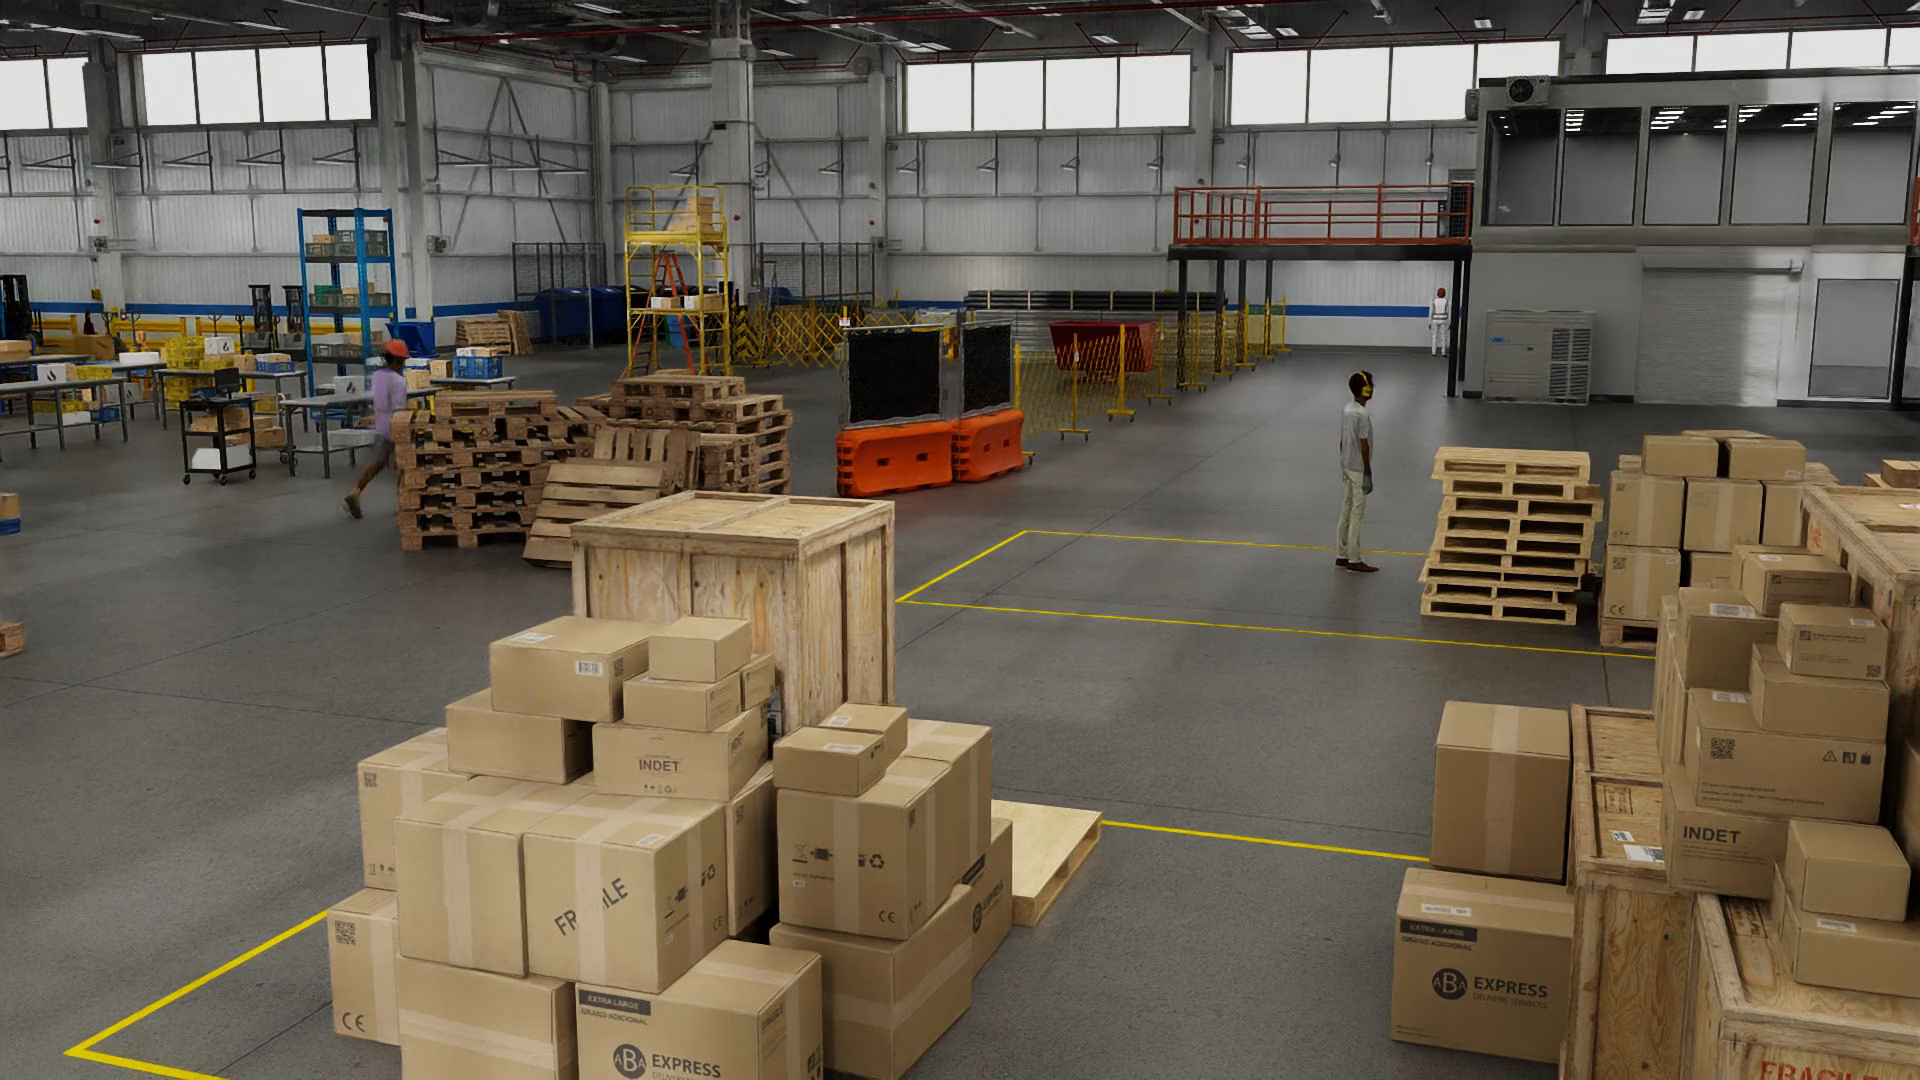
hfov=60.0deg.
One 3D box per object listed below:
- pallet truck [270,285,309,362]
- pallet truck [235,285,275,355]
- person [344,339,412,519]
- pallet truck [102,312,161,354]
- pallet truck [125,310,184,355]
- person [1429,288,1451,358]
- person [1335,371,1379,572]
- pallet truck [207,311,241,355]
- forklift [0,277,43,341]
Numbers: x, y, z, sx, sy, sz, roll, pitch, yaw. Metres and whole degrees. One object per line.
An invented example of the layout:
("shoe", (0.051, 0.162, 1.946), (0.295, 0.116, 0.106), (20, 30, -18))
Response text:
("pallet truck", (-17.147, -5.700, 43.663), (0.823, 1.965, 1.885), (3, 11, 17))
("pallet truck", (-18.327, -5.835, 44.421), (0.823, 1.965, 1.885), (4, 11, 23))
("person", (-6.395, -1.224, 18.456), (0.624, 2.003, 0.947), (7, 12, 34))
("pallet truck", (-23.057, -5.777, 46.261), (0.680, 1.201, 1.601), (3, 11, 19))
("pallet truck", (-22.038, -5.665, 45.457), (0.704, 1.261, 1.522), (3, 11, 17))
("person", (12.893, -5.825, 44.688), (0.576, 1.883, 0.354), (4, 11, 20))
("person", (3.715, -0.638, 15.497), (0.323, 1.876, 0.530), (-2, 10, -12))
("pallet truck", (-19.537, -5.575, 44.913), (0.653, 1.274, 1.630), (3, 11, 19))
("forklift", (-27.151, -6.329, 46.328), (1.157, 1.987, 2.680), (3, 11, 17))
